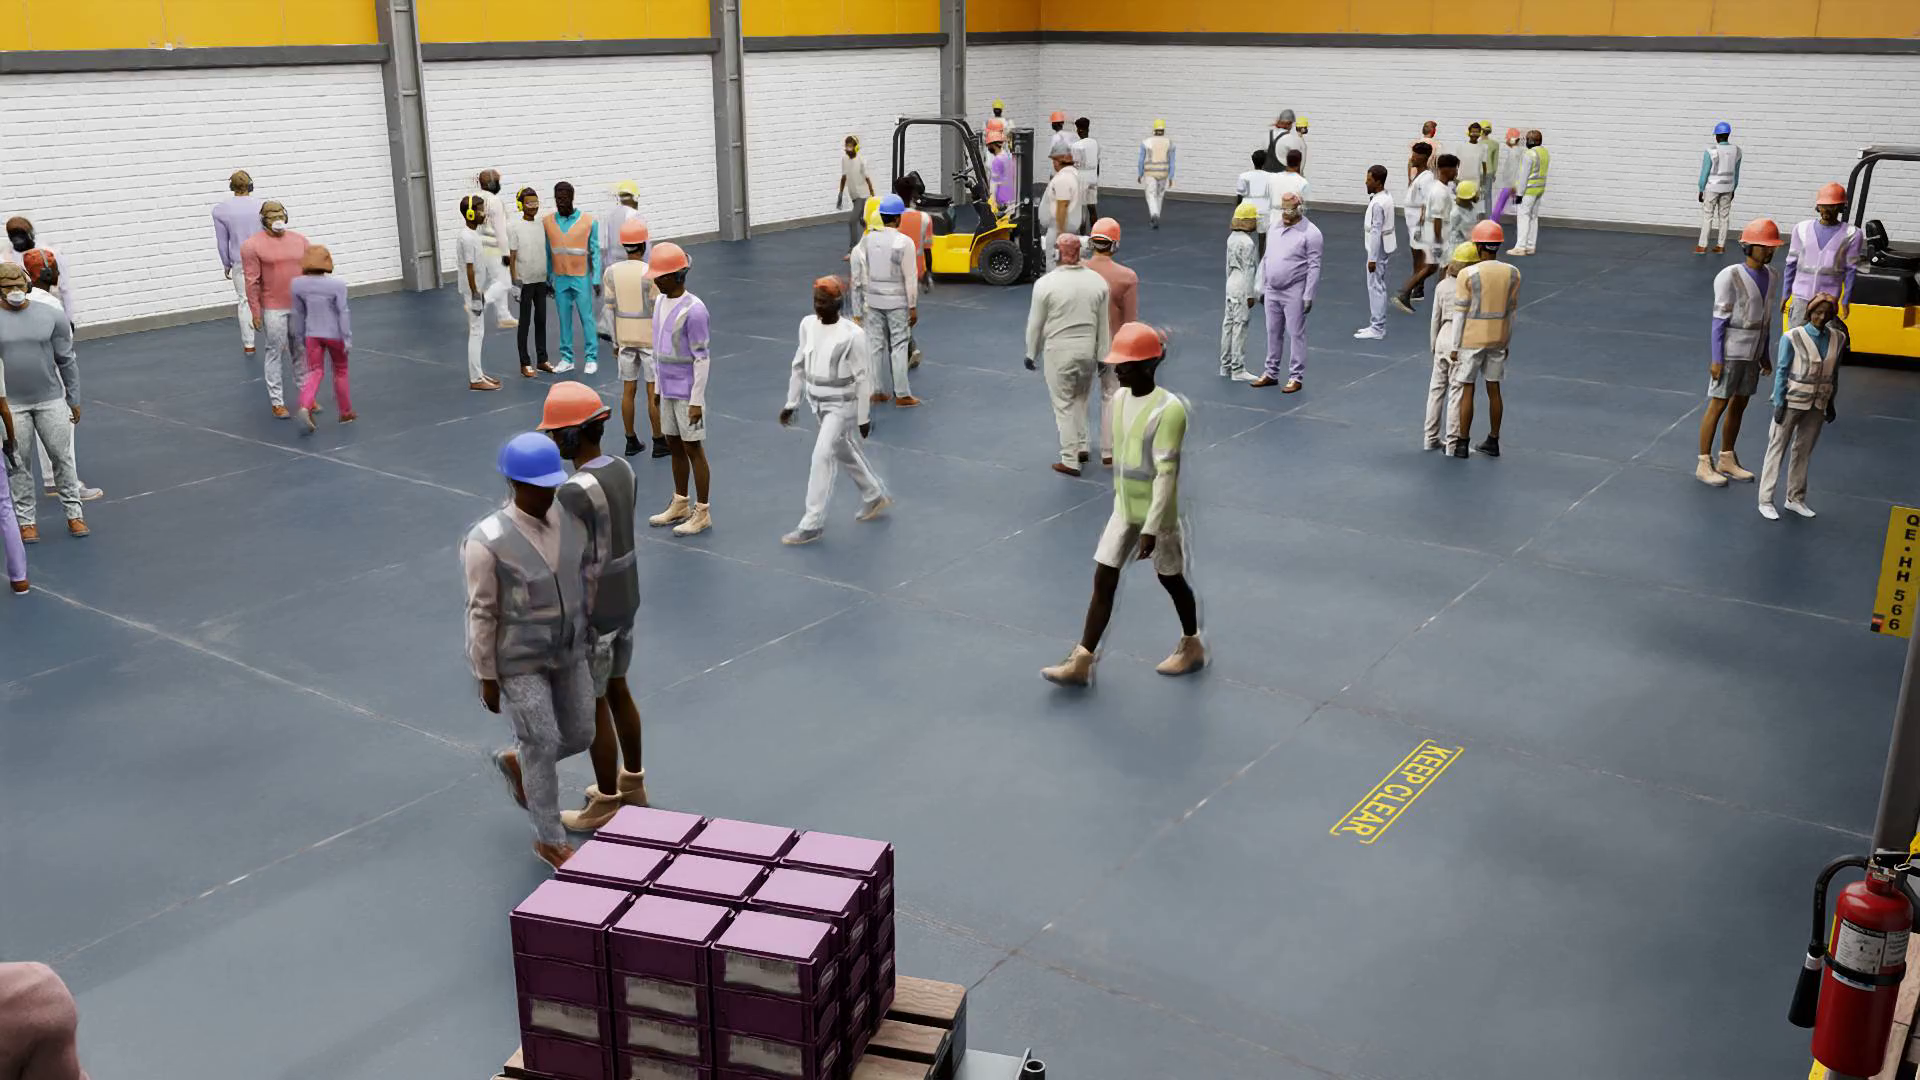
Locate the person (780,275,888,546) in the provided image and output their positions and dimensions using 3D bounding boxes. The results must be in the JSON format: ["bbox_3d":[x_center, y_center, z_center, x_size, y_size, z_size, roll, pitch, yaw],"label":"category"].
[{"bbox_3d":[-0.843,-0.931,11.515,1.003,1.842,0.582,-16,24,-41],"label":"person"}]

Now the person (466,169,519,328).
[{"bbox_3d":[-5.331,-3.282,18.869,0.616,1.826,0.642,-12,21,-33],"label":"person"}]

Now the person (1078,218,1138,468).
[{"bbox_3d":[1.112,-1.563,13.267,0.630,1.978,0.418,6,19,18],"label":"person"}]

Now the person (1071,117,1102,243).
[{"bbox_3d":[1.903,-5.506,25.610,0.608,1.957,0.401,-16,23,-40],"label":"person"}]

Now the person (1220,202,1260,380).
[{"bbox_3d":[2.780,-2.452,16.408,0.294,1.744,0.486,-5,18,-16],"label":"person"}]

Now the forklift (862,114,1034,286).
[{"bbox_3d":[-0.171,-4.594,22.377,2.313,2.155,1.214,1,18,3],"label":"forklift"}]

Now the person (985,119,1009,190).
[{"bbox_3d":[0.565,-5.504,25.650,0.376,1.932,0.543,-15,23,-39],"label":"person"}]

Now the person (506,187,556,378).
[{"bbox_3d":[-4.242,-2.564,16.550,0.327,1.874,0.520,13,22,35],"label":"person"}]

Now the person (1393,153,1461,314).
[{"bbox_3d":[5.649,-3.613,19.734,0.875,1.934,0.624,4,18,12],"label":"person"}]

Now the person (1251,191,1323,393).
[{"bbox_3d":[3.111,-2.364,15.877,0.407,1.903,0.639,-15,23,-38],"label":"person"}]

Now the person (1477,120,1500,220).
[{"bbox_3d":[8.767,-6.155,27.956,0.533,1.765,0.330,-2,18,-7],"label":"person"}]

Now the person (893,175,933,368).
[{"bbox_3d":[-0.557,-2.745,17.019,0.616,1.933,0.916,-8,19,-22],"label":"person"}]

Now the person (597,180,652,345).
[{"bbox_3d":[-3.652,-3.033,18.207,0.965,1.778,0.576,-12,21,-33],"label":"person"}]

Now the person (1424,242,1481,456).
[{"bbox_3d":[4.076,-1.567,13.639,0.321,1.742,0.492,-10,20,-28],"label":"person"}]

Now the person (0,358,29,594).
[{"bbox_3d":[-6.084,-0.541,10.247,0.508,1.862,0.326,-11,21,-31],"label":"person"}]

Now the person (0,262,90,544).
[{"bbox_3d":[-6.351,-0.940,11.377,0.630,1.932,0.357,-10,20,-29],"label":"person"}]

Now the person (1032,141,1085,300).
[{"bbox_3d":[1.363,-3.940,20.581,0.809,2.000,0.697,5,18,16],"label":"person"}]

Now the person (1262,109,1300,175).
[{"bbox_3d":[5.228,-5.880,26.650,0.676,2.000,0.698,-11,21,-30],"label":"person"}]

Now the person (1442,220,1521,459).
[{"bbox_3d":[4.233,-1.628,13.541,0.542,1.928,0.399,-4,18,-13],"label":"person"}]

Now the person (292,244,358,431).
[{"bbox_3d":[-5.541,-1.758,14.451,0.504,1.608,0.704,1,18,4],"label":"person"}]

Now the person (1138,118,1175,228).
[{"bbox_3d":[3.295,-6.136,27.837,0.591,1.809,0.827,-3,18,-9],"label":"person"}]

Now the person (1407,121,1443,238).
[{"bbox_3d":[7.372,-5.723,26.470,0.567,1.844,0.377,17,24,42],"label":"person"}]

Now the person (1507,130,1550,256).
[{"bbox_3d":[8.483,-5.166,24.761,0.638,1.832,0.429,-17,24,-42],"label":"person"}]

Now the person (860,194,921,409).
[{"bbox_3d":[-0.636,-2.173,15.204,0.606,1.947,0.406,12,21,32],"label":"person"}]

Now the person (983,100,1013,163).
[{"bbox_3d":[0.724,-7.314,31.350,0.612,1.907,0.641,5,18,14],"label":"person"}]

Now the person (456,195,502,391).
[{"bbox_3d":[-4.633,-2.362,15.943,0.325,1.862,0.511,-4,18,-14],"label":"person"}]

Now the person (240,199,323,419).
[{"bbox_3d":[-6.053,-2.069,14.892,0.354,1.938,0.636,15,23,40],"label":"person"}]

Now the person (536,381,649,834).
[{"bbox_3d":[-1.620,0.304,7.335,0.410,2.028,0.618,3,18,11],"label":"person"}]

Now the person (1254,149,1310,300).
[{"bbox_3d":[4.069,-3.959,20.912,0.608,1.885,0.948,15,23,39],"label":"person"}]

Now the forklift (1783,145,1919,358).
[{"bbox_3d":[9.803,-2.879,17.013,2.313,2.155,1.214,12,21,33],"label":"forklift"}]

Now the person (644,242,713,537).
[{"bbox_3d":[-1.959,-1.038,11.512,0.382,2.038,0.606,-14,23,-38],"label":"person"}]

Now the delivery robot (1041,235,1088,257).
[{"bbox_3d":[1.469,-4.210,23.676,0.707,0.478,0.477,0,18,1],"label":"delivery robot"}]

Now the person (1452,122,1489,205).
[{"bbox_3d":[7.975,-5.589,26.039,0.511,1.860,0.332,4,18,13],"label":"person"}]

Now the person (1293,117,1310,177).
[{"bbox_3d":[5.829,-6.370,28.624,0.306,1.770,0.525,6,19,17],"label":"person"}]

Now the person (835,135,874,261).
[{"bbox_3d":[-1.433,-5.018,24.359,0.913,1.807,0.537,-15,23,-38],"label":"person"}]

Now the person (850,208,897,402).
[{"bbox_3d":[-0.711,-2.156,15.363,0.601,1.819,0.403,-7,19,-22],"label":"person"}]

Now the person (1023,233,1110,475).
[{"bbox_3d":[0.827,-1.454,13.068,0.637,1.881,0.527,-10,20,-29],"label":"person"}]

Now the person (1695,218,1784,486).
[{"bbox_3d":[5.995,-1.433,12.732,0.605,2.045,0.379,-9,20,-25],"label":"person"}]

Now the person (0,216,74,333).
[{"bbox_3d":[-8.310,-2.017,14.952,0.634,1.808,0.900,-3,18,-9],"label":"person"}]

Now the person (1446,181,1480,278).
[{"bbox_3d":[5.754,-3.238,18.936,0.625,1.702,0.335,-15,23,-40],"label":"person"}]

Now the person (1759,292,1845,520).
[{"bbox_3d":[6.033,-0.956,11.902,0.514,1.637,0.314,-4,18,-11],"label":"person"}]

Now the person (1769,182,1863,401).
[{"bbox_3d":[7.878,-2.253,15.297,0.605,2.045,0.385,13,22,35],"label":"person"}]

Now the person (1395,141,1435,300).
[{"bbox_3d":[5.757,-4.004,20.898,0.368,1.967,0.600,2,18,7],"label":"person"}]

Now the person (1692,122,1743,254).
[{"bbox_3d":[11.296,-5.236,24.806,0.604,1.939,0.416,-2,18,-7],"label":"person"}]

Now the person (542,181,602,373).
[{"bbox_3d":[-3.876,-2.614,16.665,0.626,1.923,0.412,4,18,11],"label":"person"}]

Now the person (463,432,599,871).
[{"bbox_3d":[-1.820,0.451,7.028,0.645,1.925,0.625,15,23,38],"label":"person"}]

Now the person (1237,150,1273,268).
[{"bbox_3d":[4.088,-4.527,22.983,0.536,1.690,0.319,1,18,4],"label":"person"}]

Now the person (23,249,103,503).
[{"bbox_3d":[-6.713,-1.206,12.305,0.579,1.876,0.352,14,22,36],"label":"person"}]

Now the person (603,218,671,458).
[{"bbox_3d":[-2.596,-1.631,13.517,0.542,1.942,0.351,6,19,17],"label":"person"}]

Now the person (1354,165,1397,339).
[{"bbox_3d":[4.637,-3.190,18.454,0.391,1.912,0.590,7,19,20],"label":"person"}]

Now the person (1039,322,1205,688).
[{"bbox_3d":[0.947,-0.164,8.861,1.041,1.992,0.634,-11,21,-31],"label":"person"}]

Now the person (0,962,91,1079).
[{"bbox_3d":[-2.196,1.529,3.661,0.630,1.932,0.361,-4,18,-11],"label":"person"}]

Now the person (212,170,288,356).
[{"bbox_3d":[-7.471,-2.915,17.539,0.631,1.940,0.372,-5,18,-14],"label":"person"}]
